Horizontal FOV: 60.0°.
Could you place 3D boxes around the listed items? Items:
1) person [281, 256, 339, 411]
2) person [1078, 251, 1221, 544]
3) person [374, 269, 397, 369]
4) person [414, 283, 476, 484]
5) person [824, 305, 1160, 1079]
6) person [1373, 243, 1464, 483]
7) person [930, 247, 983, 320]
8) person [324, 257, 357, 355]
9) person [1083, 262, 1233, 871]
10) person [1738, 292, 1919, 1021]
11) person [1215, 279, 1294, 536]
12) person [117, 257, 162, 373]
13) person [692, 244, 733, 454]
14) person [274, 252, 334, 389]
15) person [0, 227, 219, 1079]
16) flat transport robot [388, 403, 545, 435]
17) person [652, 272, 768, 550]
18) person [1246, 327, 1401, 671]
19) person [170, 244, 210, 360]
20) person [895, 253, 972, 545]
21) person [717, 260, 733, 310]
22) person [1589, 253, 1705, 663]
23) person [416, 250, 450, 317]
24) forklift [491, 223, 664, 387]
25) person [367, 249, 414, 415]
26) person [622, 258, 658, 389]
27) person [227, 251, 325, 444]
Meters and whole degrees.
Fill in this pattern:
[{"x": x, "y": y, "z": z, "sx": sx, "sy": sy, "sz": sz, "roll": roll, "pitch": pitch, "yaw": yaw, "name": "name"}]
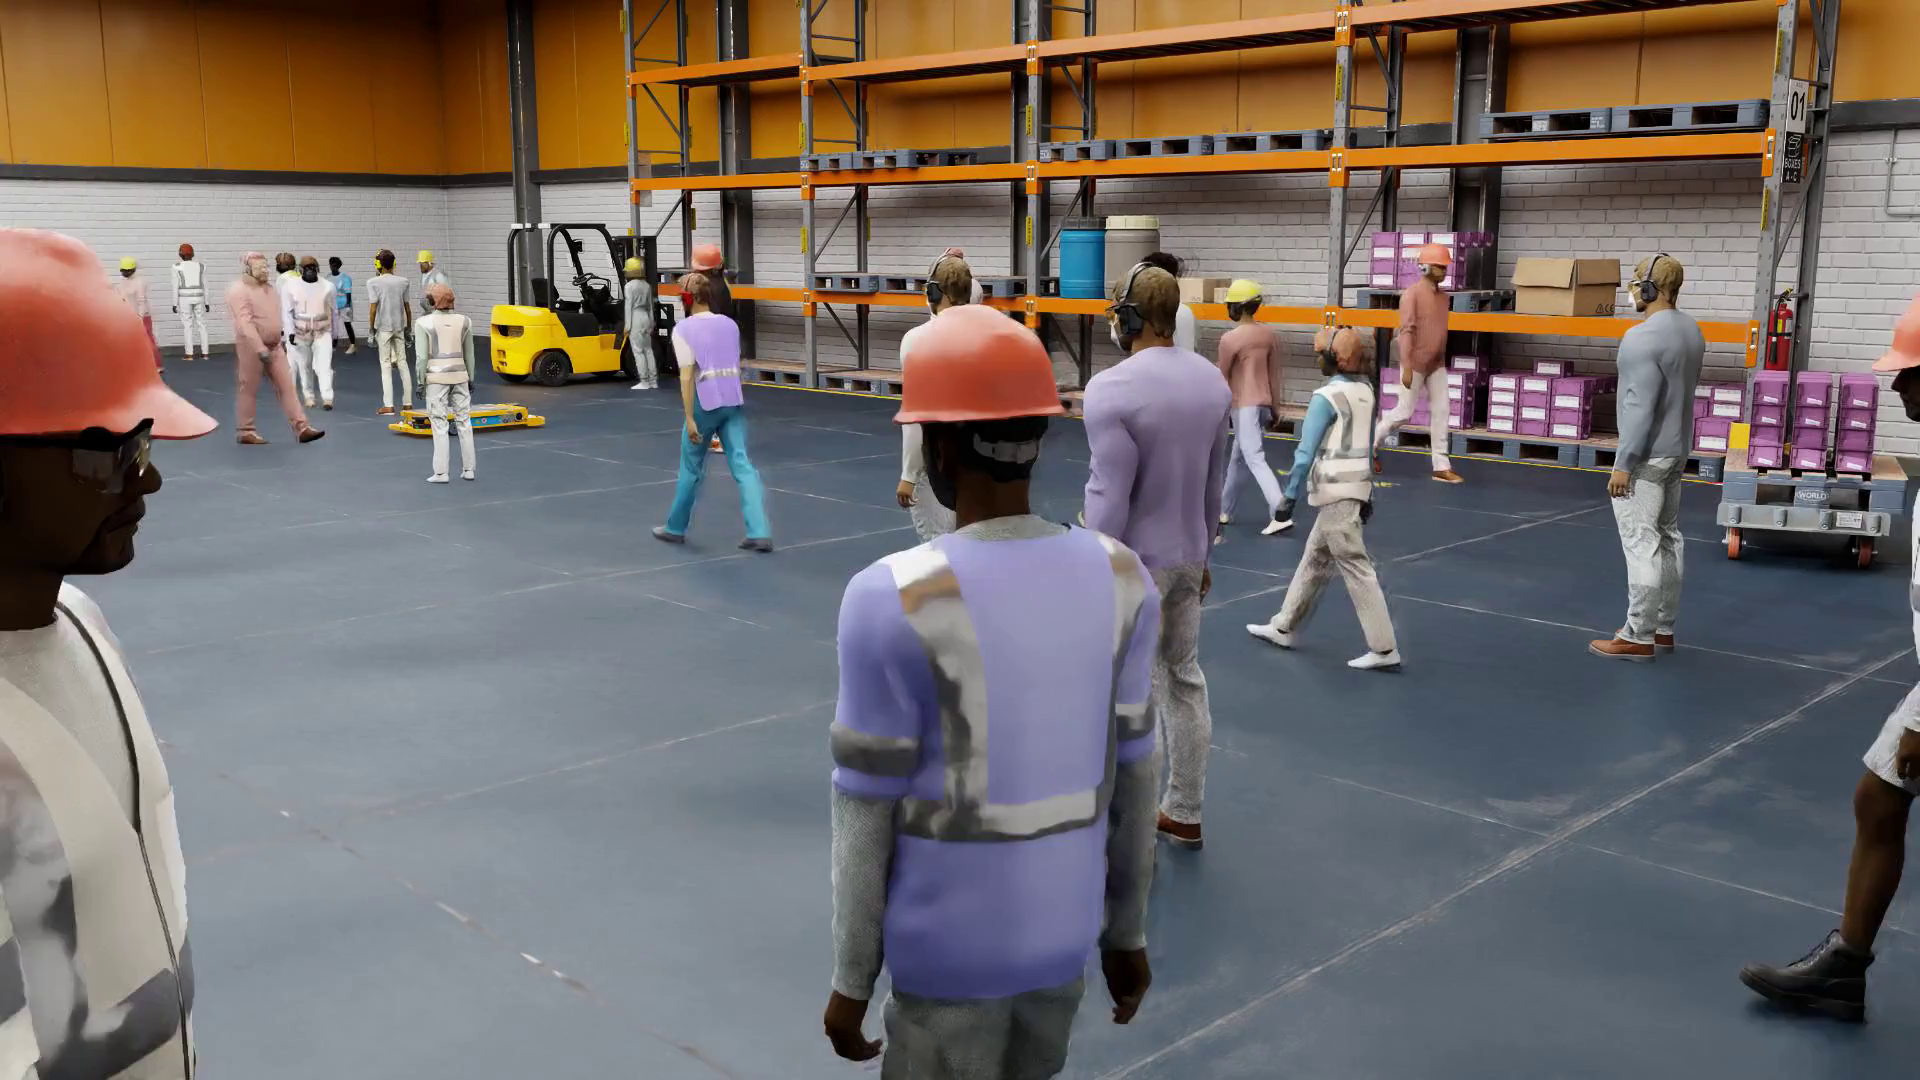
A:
[{"x": -7.534, "y": -2.400, "z": 19.339, "sx": 0.612, "sy": 1.790, "sz": 1.018, "roll": -5, "pitch": 11, "yaw": -23, "name": "person"}, {"x": 1.290, "y": -0.926, "z": 10.940, "sx": 0.972, "sy": 1.917, "sz": 0.616, "roll": 7, "pitch": 13, "yaw": 34, "name": "person"}, {"x": -8.703, "y": -3.408, "z": 25.255, "sx": 0.520, "sy": 1.616, "sz": 0.393, "roll": 1, "pitch": 10, "yaw": 5, "name": "person"}, {"x": -4.204, "y": -1.277, "z": 13.609, "sx": 0.524, "sy": 1.636, "sz": 0.308, "roll": -10, "pitch": 14, "yaw": -44, "name": "person"}, {"x": 0.058, "y": 0.604, "z": 2.601, "sx": 0.541, "sy": 1.922, "sz": 0.477, "roll": -8, "pitch": 13, "yaw": -36, "name": "person"}, {"x": 3.773, "y": -1.474, "z": 13.799, "sx": 0.628, "sy": 1.970, "sz": 0.903, "roll": -7, "pitch": 13, "yaw": -35, "name": "person"}, {"x": -0.080, "y": -1.876, "z": 16.142, "sx": 0.654, "sy": 1.906, "sz": 0.406, "roll": -10, "pitch": 14, "yaw": -44, "name": "person"}, {"x": -10.470, "y": -3.941, "z": 28.039, "sx": 0.550, "sy": 1.652, "sz": 0.778, "roll": 2, "pitch": 11, "yaw": 12, "name": "person"}, {"x": 0.603, "y": 0.091, "z": 5.330, "sx": 0.637, "sy": 1.936, "sz": 0.355, "roll": -10, "pitch": 14, "yaw": -44, "name": "person"}, {"x": 2.365, "y": 0.343, "z": 4.061, "sx": 0.853, "sy": 1.892, "sz": 0.558, "roll": 3, "pitch": 11, "yaw": 16, "name": "person"}, {"x": 1.975, "y": -0.904, "z": 11.337, "sx": 0.537, "sy": 1.727, "sz": 0.887, "roll": -10, "pitch": 14, "yaw": -42, "name": "person"}, {"x": -11.895, "y": -3.218, "z": 23.986, "sx": 0.537, "sy": 1.698, "sz": 0.839, "roll": 4, "pitch": 11, "yaw": 23, "name": "person"}, {"x": -2.260, "y": -1.780, "z": 15.537, "sx": 0.428, "sy": 1.946, "sz": 0.715, "roll": -1, "pitch": 10, "yaw": -6, "name": "person"}, {"x": -8.611, "y": -2.847, "z": 21.712, "sx": 0.845, "sy": 1.814, "sz": 0.635, "roll": 1, "pitch": 10, "yaw": 8, "name": "person"}, {"x": -0.915, "y": 0.705, "z": 1.732, "sx": 0.411, "sy": 2.027, "sz": 0.624, "roll": -1, "pitch": 10, "yaw": -7, "name": "person"}, {"x": -5.111, "y": -1.264, "z": 17.264, "sx": 1.431, "sy": 0.197, "sz": 0.652, "roll": -10, "pitch": 14, "yaw": -44, "name": "flat transport robot"}, {"x": -1.598, "y": -0.826, "z": 10.764, "sx": 0.956, "sy": 1.789, "sz": 0.567, "roll": 9, "pitch": 14, "yaw": 40, "name": "person"}, {"x": 1.750, "y": -0.200, "z": 7.845, "sx": 0.854, "sy": 1.592, "sz": 0.527, "roll": 8, "pitch": 13, "yaw": 36, "name": "person"}, {"x": -12.486, "y": -3.857, "z": 27.003, "sx": 0.586, "sy": 1.883, "sz": 0.340, "roll": -10, "pitch": 14, "yaw": -44, "name": "person"}, {"x": -0.037, "y": -0.333, "z": 7.638, "sx": 0.637, "sy": 1.938, "sz": 0.355, "roll": -10, "pitch": 14, "yaw": -44, "name": "person"}, {"x": -2.727, "y": -2.239, "z": 18.436, "sx": 0.429, "sy": 1.793, "sz": 0.719, "roll": -2, "pitch": 11, "yaw": -13, "name": "person"}, {"x": 3.287, "y": -0.387, "z": 7.929, "sx": 0.637, "sy": 1.938, "sz": 0.355, "roll": -10, "pitch": 14, "yaw": -44, "name": "person"}, {"x": -8.121, "y": -3.581, "z": 25.747, "sx": 0.607, "sy": 1.803, "sz": 0.552, "roll": 10, "pitch": 14, "yaw": 44, "name": "person"}, {"x": -5.316, "y": -3.263, "z": 22.920, "sx": 2.313, "sy": 2.155, "sz": 1.214, "roll": -10, "pitch": 14, "yaw": -44, "name": "forklift"}, {"x": -6.462, "y": -2.349, "z": 18.843, "sx": 0.537, "sy": 1.861, "sz": 0.312, "roll": -10, "pitch": 14, "yaw": -44, "name": "person"}, {"x": -4.199, "y": -2.839, "z": 21.943, "sx": 0.326, "sy": 1.711, "sz": 0.620, "roll": 6, "pitch": 12, "yaw": 28, "name": "person"}, {"x": -6.612, "y": -1.821, "z": 15.967, "sx": 0.956, "sy": 1.858, "sz": 0.648, "roll": 4, "pitch": 11, "yaw": 20, "name": "person"}]
